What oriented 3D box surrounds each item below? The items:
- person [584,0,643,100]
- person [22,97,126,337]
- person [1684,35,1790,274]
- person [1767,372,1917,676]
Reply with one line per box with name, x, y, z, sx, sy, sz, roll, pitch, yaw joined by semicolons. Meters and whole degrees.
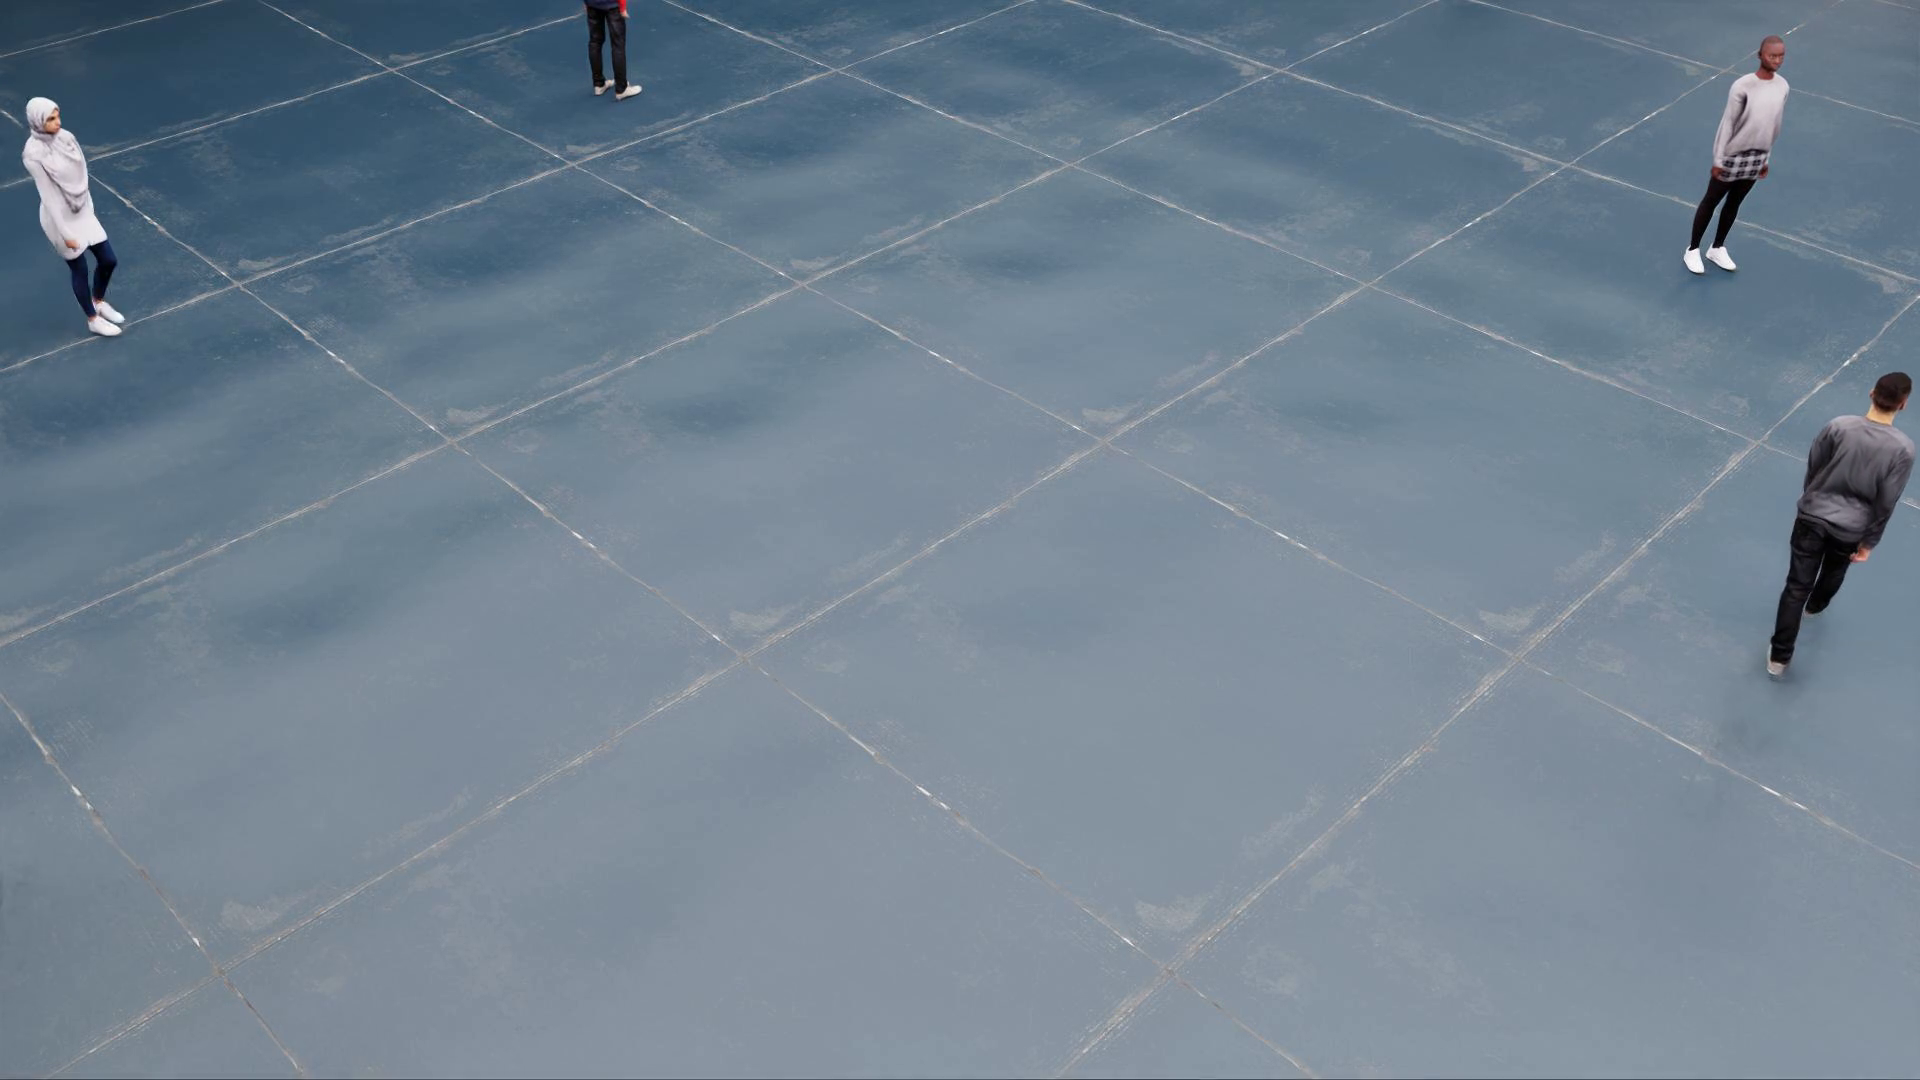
person;-3.210;-4.855;14.901;0.690;1.756;0.629;18;41;22
person;-6.189;-2.195;11.403;0.784;1.756;0.695;13;39;17
person;5.733;-2.837;12.235;0.658;1.771;0.758;-6;38;-8
person;4.492;-0.039;8.598;0.803;1.718;1.143;19;41;24
